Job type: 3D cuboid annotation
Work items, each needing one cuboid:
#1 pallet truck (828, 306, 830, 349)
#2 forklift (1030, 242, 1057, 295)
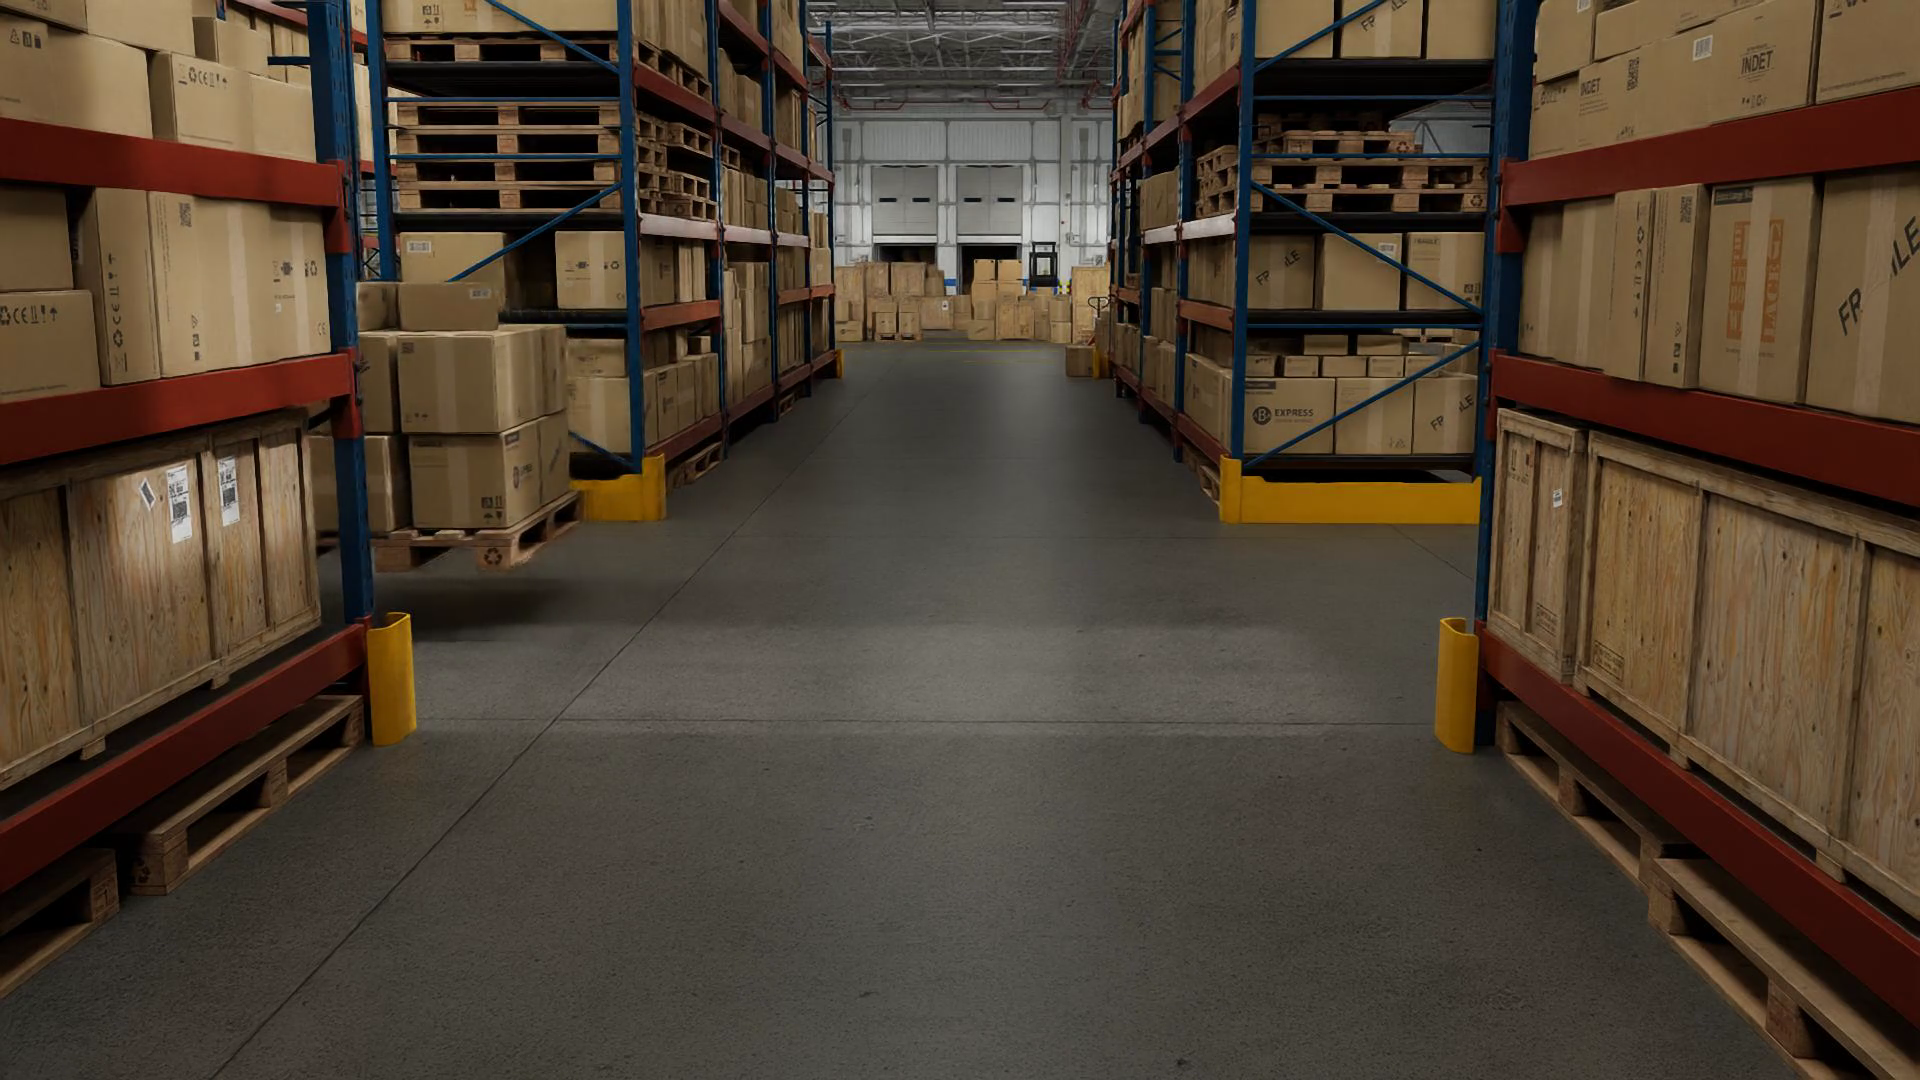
[{"bbox_3d":[-3.100,-3.940,29.800,1.885,1.965,0.823,3,10,19],"label":"pallet truck"},{"bbox_3d":[3.230,-10.146,64.339,1.129,2.768,1.873,0,9,1],"label":"forklift"}]
